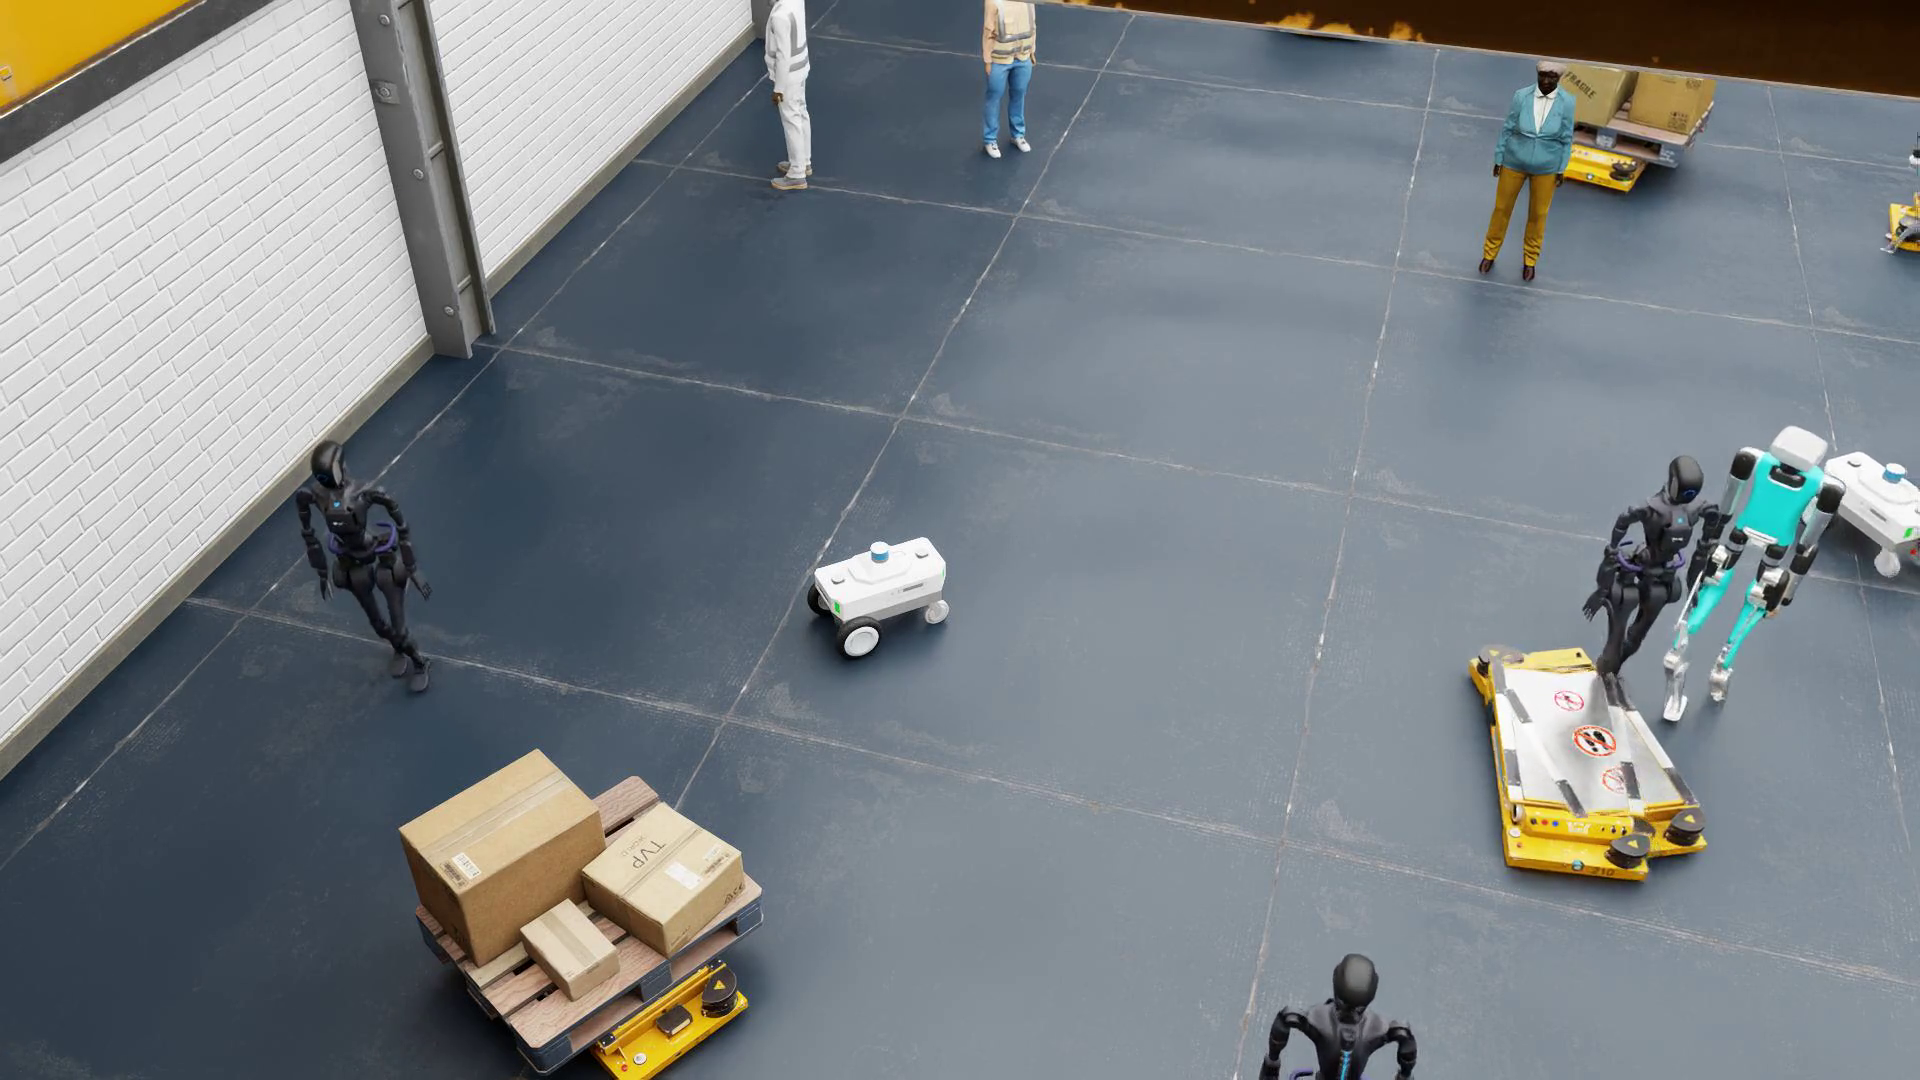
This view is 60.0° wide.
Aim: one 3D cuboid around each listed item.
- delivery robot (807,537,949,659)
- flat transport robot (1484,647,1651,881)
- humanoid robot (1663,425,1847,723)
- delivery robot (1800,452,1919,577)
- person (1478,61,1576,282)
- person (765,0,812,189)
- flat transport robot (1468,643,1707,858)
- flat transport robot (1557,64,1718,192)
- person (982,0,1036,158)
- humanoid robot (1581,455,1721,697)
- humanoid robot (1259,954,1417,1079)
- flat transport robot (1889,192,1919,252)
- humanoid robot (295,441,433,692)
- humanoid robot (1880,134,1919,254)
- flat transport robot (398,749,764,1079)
[{"bbox_3d":[-0.454,0.264,9.424,0.745,0.565,0.499,-17,42,-20],"label":"delivery robot"},{"bbox_3d":[3.107,1.126,8.604,0.659,0.231,1.431,6,39,7],"label":"flat transport robot"},{"bbox_3d":[3.943,0.298,8.476,0.553,1.800,0.791,25,45,28],"label":"humanoid robot"},{"bbox_3d":[5.531,-0.193,10.010,0.499,0.587,0.769,-14,41,-17],"label":"delivery robot"},{"bbox_3d":[4.189,-2.745,12.240,0.529,1.747,0.343,14,41,17],"label":"person"},{"bbox_3d":[-1.392,-3.744,13.371,0.356,1.887,0.571,6,39,7],"label":"person"},{"bbox_3d":[3.248,1.069,8.674,0.659,0.231,1.431,-5,39,-7],"label":"flat transport robot"},{"bbox_3d":[5.622,-3.407,14.242,0.659,0.231,1.431,23,44,26],"label":"flat transport robot"},{"bbox_3d":[0.398,-4.048,13.882,0.482,1.719,0.376,-18,42,-21],"label":"person"},{"bbox_3d":[3.552,0.206,8.628,0.589,1.644,0.393,-3,39,-4],"label":"humanoid robot"},{"bbox_3d":[1.400,2.100,6.285,0.586,1.630,0.707,6,39,7],"label":"humanoid robot"},{"bbox_3d":[8.054,-2.377,12.961,1.431,0.231,0.659,14,41,16],"label":"flat transport robot"},{"bbox_3d":[-3.092,0.105,8.753,0.600,1.635,0.457,-1,39,-1],"label":"humanoid robot"},{"bbox_3d":[7.454,-2.946,12.489,0.667,1.785,0.539,28,46,30],"label":"humanoid robot"},{"bbox_3d":[-1.679,1.866,7.684,0.659,0.231,1.431,-31,48,-32],"label":"flat transport robot"}]
